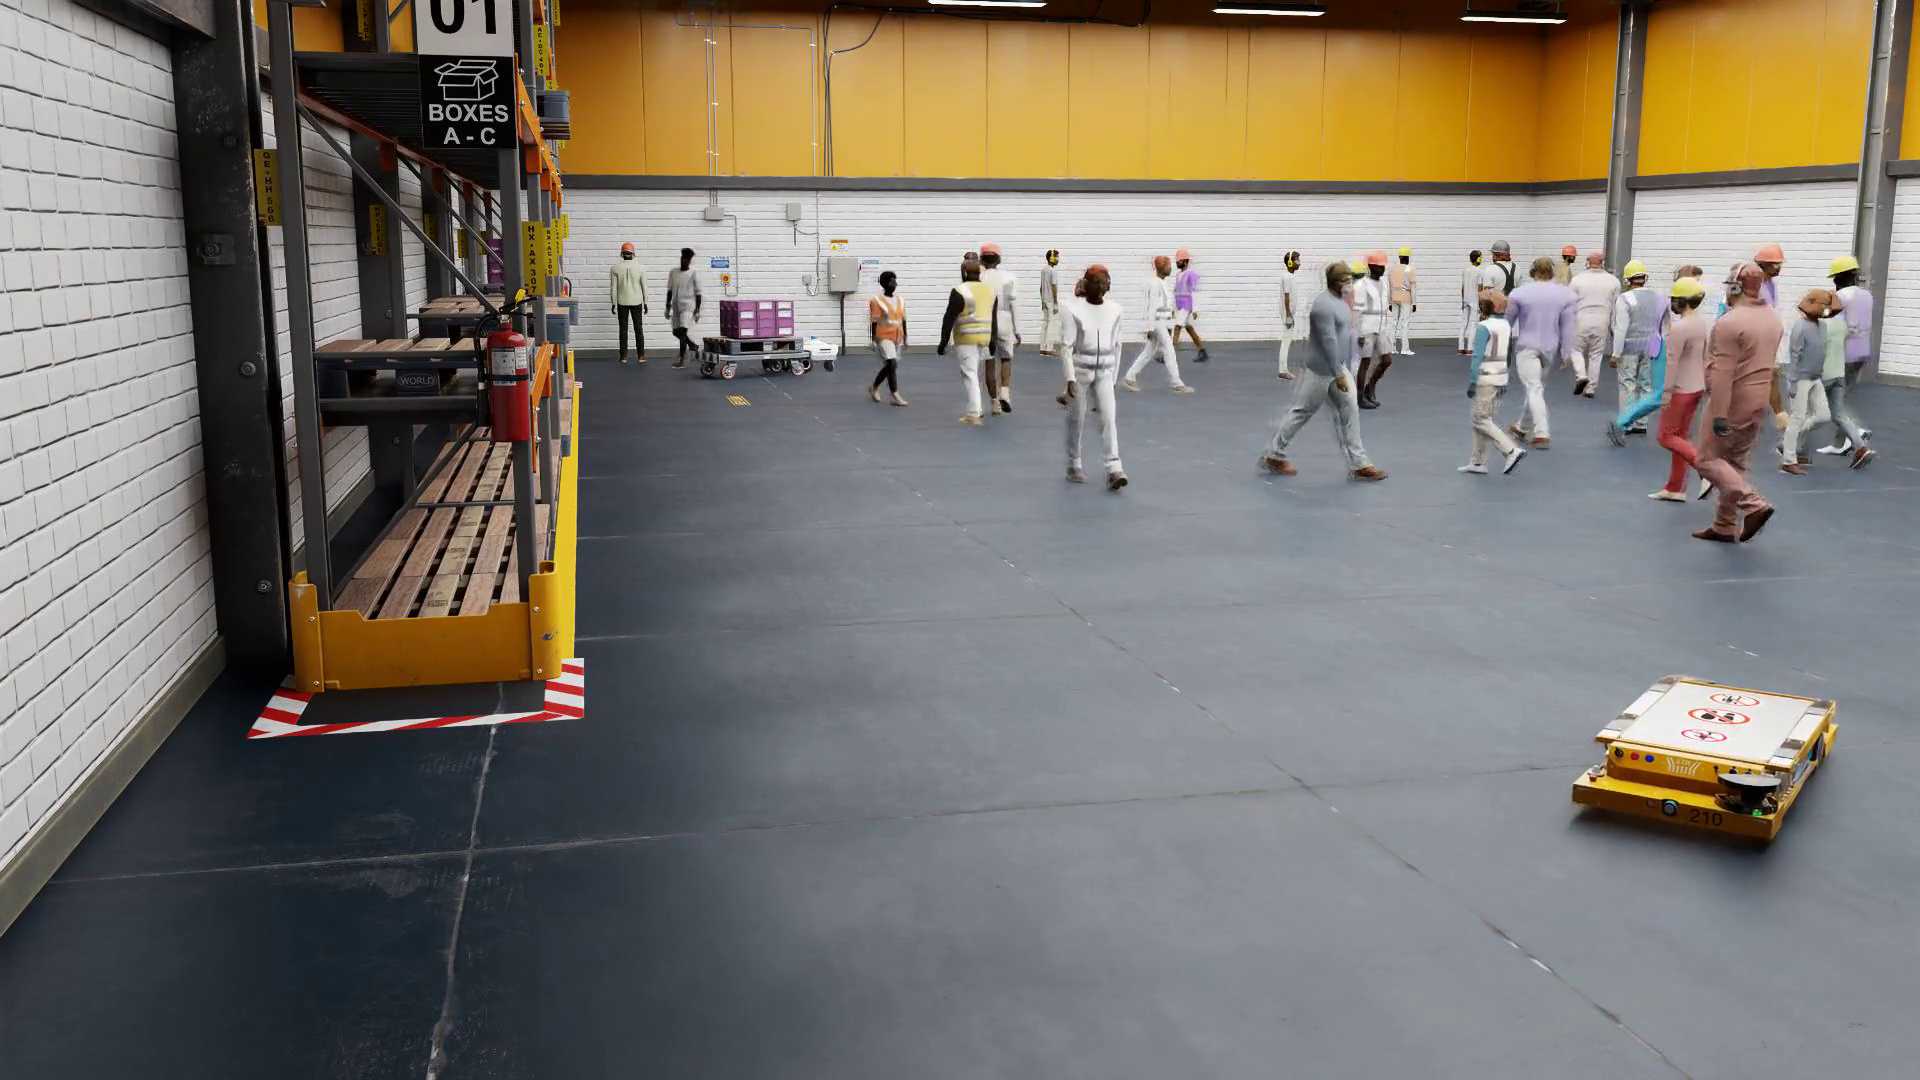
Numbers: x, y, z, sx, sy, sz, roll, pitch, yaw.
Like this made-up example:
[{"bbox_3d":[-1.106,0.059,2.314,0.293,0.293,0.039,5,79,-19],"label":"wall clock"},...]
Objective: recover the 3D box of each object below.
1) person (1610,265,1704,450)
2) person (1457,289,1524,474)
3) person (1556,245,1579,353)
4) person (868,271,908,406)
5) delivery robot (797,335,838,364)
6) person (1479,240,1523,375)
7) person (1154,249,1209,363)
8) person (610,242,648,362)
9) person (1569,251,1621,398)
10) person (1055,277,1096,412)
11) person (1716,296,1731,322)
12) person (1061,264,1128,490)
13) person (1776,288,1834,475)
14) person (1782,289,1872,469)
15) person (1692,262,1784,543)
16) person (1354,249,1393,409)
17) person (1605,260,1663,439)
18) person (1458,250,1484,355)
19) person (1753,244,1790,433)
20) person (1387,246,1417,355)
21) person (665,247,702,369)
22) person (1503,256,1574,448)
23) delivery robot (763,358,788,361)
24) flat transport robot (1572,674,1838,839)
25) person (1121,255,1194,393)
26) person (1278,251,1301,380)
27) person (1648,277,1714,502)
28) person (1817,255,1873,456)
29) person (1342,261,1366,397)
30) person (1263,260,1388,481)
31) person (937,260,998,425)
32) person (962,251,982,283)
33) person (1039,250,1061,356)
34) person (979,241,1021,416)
[{"bbox_3d":[6.806,-1.753,16.091,0.803,1.804,0.614,6,12,30],"label":"person"},{"bbox_3d":[4.604,-1.349,14.339,0.561,1.622,0.523,9,14,41],"label":"person"},{"bbox_3d":[10.985,-4.361,30.158,0.362,1.935,0.553,2,10,11],"label":"person"},{"bbox_3d":[-0.918,-2.506,20.618,0.532,1.665,0.793,-10,14,-43],"label":"person"},{"bbox_3d":[-2.259,-2.929,25.795,0.707,0.478,0.477,-5,11,-25],"label":"delivery robot"},{"bbox_3d":[8.063,-3.487,25.028,0.688,2.000,0.539,-5,11,-26],"label":"person"},{"bbox_3d":[3.735,-3.873,27.612,1.008,1.887,0.565,-3,11,-17],"label":"person"},{"bbox_3d":[-5.523,-3.961,27.780,0.626,1.992,0.387,-3,11,-14],"label":"person"},{"bbox_3d":[8.143,-2.763,21.437,0.669,1.891,0.481,2,10,10],"label":"person"},{"bbox_3d":[1.487,-2.336,19.902,0.516,1.587,0.899,-6,12,-30],"label":"person"},{"bbox_3d":[9.055,-2.284,19.312,0.541,1.695,0.316,6,12,29],"label":"person"},{"bbox_3d":[1.099,-1.335,13.685,0.577,1.828,0.998,-3,11,-15],"label":"person"},{"bbox_3d":[7.366,-1.370,14.442,0.527,1.618,0.357,-7,12,-35],"label":"person"},{"bbox_3d":[7.794,-1.436,14.853,0.507,1.603,0.711,-5,12,-28],"label":"person"},{"bbox_3d":[5.197,-0.888,11.045,0.649,1.890,0.564,-6,12,-31],"label":"person"},{"bbox_3d":[4.964,-2.525,20.027,0.566,1.918,0.434,-7,12,-33],"label":"person"},{"bbox_3d":[6.928,-1.958,17.144,0.591,1.828,0.404,-5,11,-26],"label":"person"},{"bbox_3d":[9.116,-4.220,29.588,0.332,1.863,0.509,-5,12,-27],"label":"person"},{"bbox_3d":[8.519,-2.146,17.742,0.630,1.989,1.051,-8,13,-38],"label":"person"},{"bbox_3d":[7.853,-4.246,29.542,0.359,1.930,0.587,-9,14,-42],"label":"person"},{"bbox_3d":[-4.367,-3.711,26.577,0.651,1.931,0.717,6,12,28],"label":"person"},{"bbox_3d":[5.705,-1.864,16.514,0.644,1.882,1.063,-1,10,-6],"label":"person"},{"bbox_3d":[-2.888,-2.985,26.105,0.477,0.478,0.707,0,10,2],"label":"delivery robot"},{"bbox_3d":[2.857,0.779,6.295,0.652,0.197,1.431,7,13,35],"label":"flat transport robot"},{"bbox_3d":[2.621,-2.876,22.213,0.989,1.843,0.587,2,11,14],"label":"person"},{"bbox_3d":[4.848,-3.293,24.424,0.329,1.872,0.507,2,10,12],"label":"person"},{"bbox_3d":[5.621,-1.139,12.794,0.533,1.755,0.522,-10,14,-44],"label":"person"},{"bbox_3d":[8.358,-1.730,15.702,0.630,1.888,0.536,-6,12,-32],"label":"person"},{"bbox_3d":[5.143,-2.752,21.720,0.311,1.768,0.522,-6,12,-32],"label":"person"},{"bbox_3d":[3.111,-1.443,14.209,1.090,1.884,0.620,7,12,35],"label":"person"},{"bbox_3d":[0.081,-2.191,18.471,0.545,1.820,0.642,9,14,42],"label":"person"},{"bbox_3d":[0.203,-3.918,27.968,0.430,1.844,0.623,1,10,4],"label":"person"},{"bbox_3d":[1.593,-4.172,29.310,0.319,1.865,0.521,-4,11,-23],"label":"person"},{"bbox_3d":[0.389,-2.456,19.390,0.650,2.014,0.471,1,10,4],"label":"person"}]
